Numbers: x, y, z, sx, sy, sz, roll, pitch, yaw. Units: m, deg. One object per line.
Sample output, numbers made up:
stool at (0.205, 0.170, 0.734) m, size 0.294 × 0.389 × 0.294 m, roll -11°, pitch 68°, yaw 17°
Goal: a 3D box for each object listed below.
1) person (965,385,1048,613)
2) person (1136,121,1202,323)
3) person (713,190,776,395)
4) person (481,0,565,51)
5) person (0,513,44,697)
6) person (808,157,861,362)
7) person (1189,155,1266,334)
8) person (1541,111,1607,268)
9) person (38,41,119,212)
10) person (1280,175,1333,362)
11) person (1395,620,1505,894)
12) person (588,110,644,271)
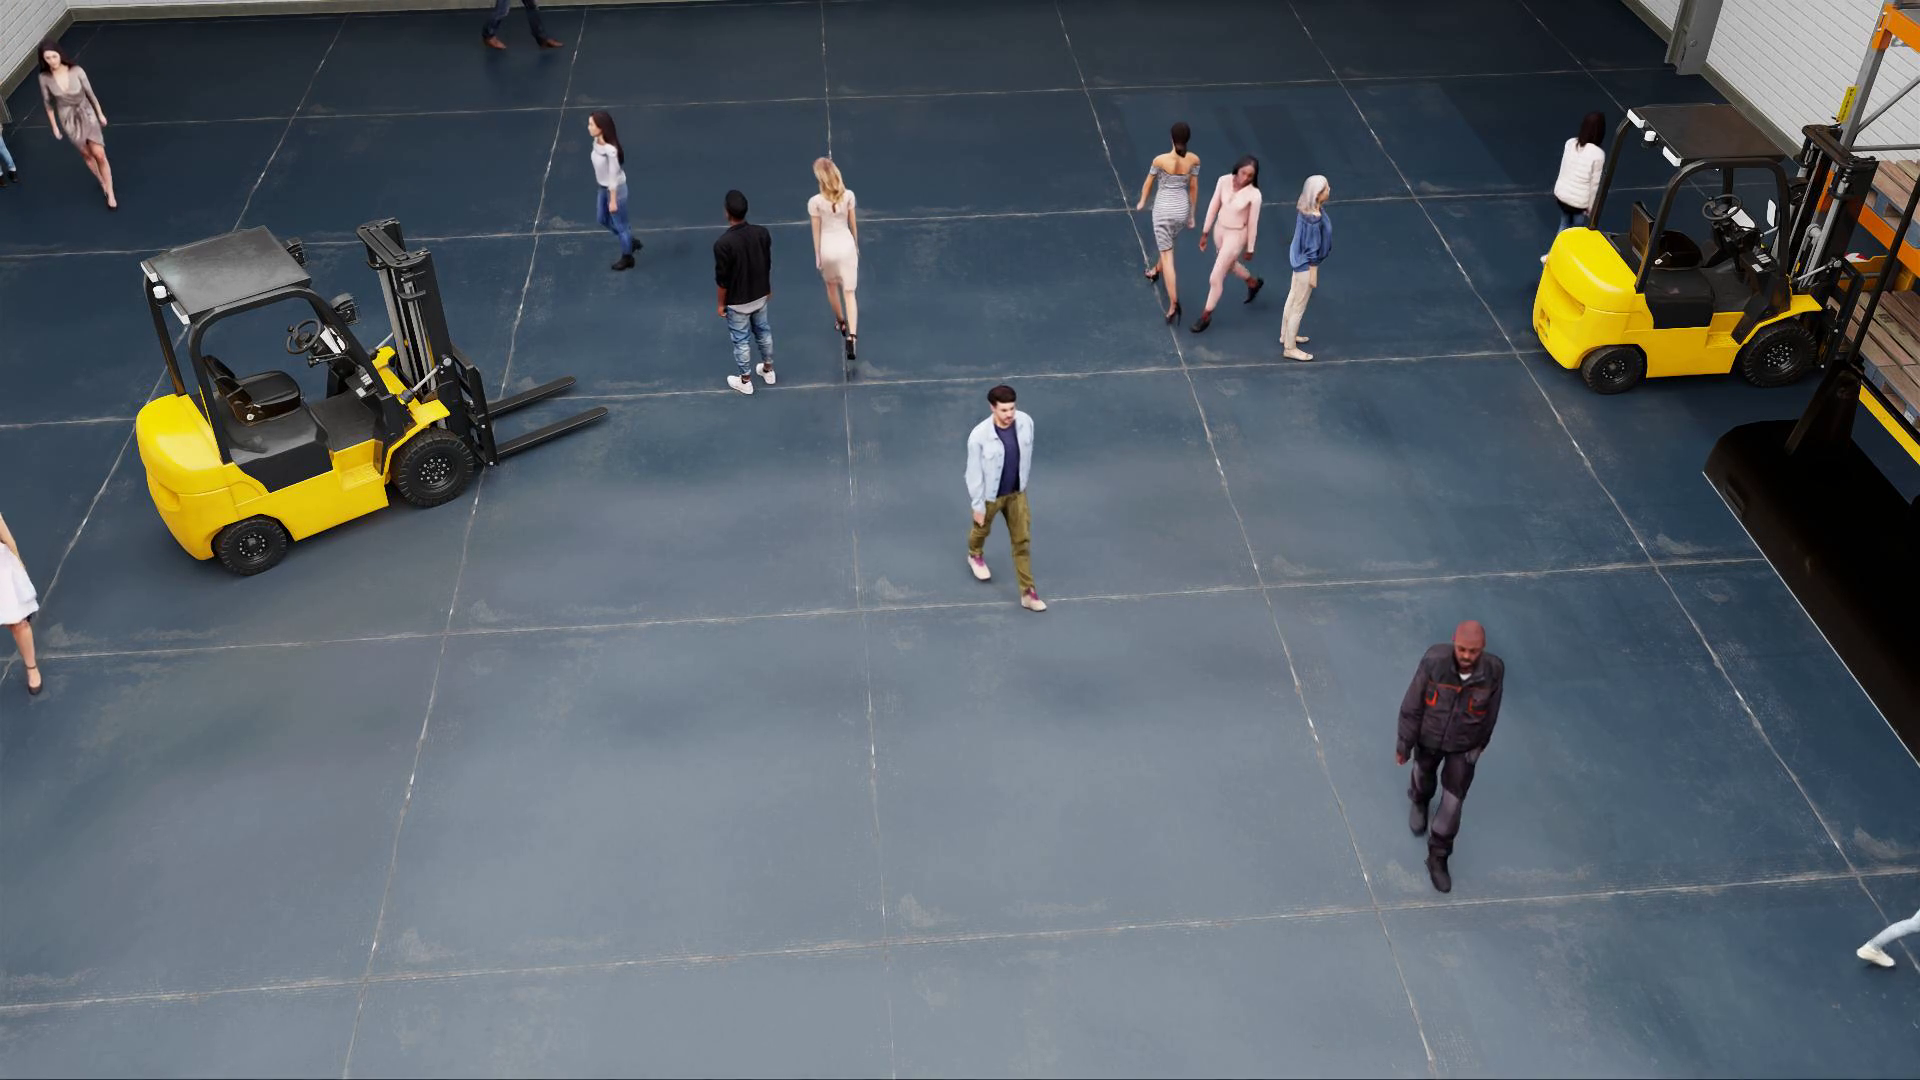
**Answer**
person at (0.231, -0.378, 11.817) m, size 0.961 × 1.765 × 1.240 m, roll -17°, pitch 42°, yaw -20°
person at (1.905, -2.797, 14.845) m, size 0.746 × 1.767 × 1.145 m, roll -10°, pitch 40°, yaw -13°
person at (-1.789, -2.069, 13.899) m, size 0.789 × 1.810 × 0.801 m, roll -26°, pitch 45°, yaw -29°
person at (-5.395, -6.653, 19.595) m, size 0.961 × 1.865 × 1.226 m, roll 3°, pitch 39°, yaw 4°
person at (-6.446, 0.196, 11.071) m, size 0.799 × 1.801 × 1.049 m, roll -11°, pitch 40°, yaw -14°
person at (-1.044, -2.384, 14.307) m, size 0.700 × 1.794 × 1.122 m, roll -5°, pitch 39°, yaw -7°
person at (2.460, -2.672, 14.759) m, size 1.115 × 1.678 × 1.180 m, roll -24°, pitch 44°, yaw -27°
person at (5.681, -3.188, 15.448) m, size 0.915 × 1.625 × 0.902 m, roll -25°, pitch 45°, yaw -28°
person at (-8.798, -4.190, 16.630) m, size 0.759 × 1.717 × 0.890 m, roll -13°, pitch 40°, yaw -15°
person at (2.978, -2.370, 14.369) m, size 0.693 × 1.694 × 0.532 m, roll 1°, pitch 39°, yaw 1°
person at (2.917, 1.087, 9.959) m, size 0.944 × 1.797 × 1.175 m, roll 9°, pitch 39°, yaw 11°
person at (-3.169, -3.277, 15.561) m, size 0.779 × 1.623 × 0.676 m, roll -18°, pitch 42°, yaw -21°
